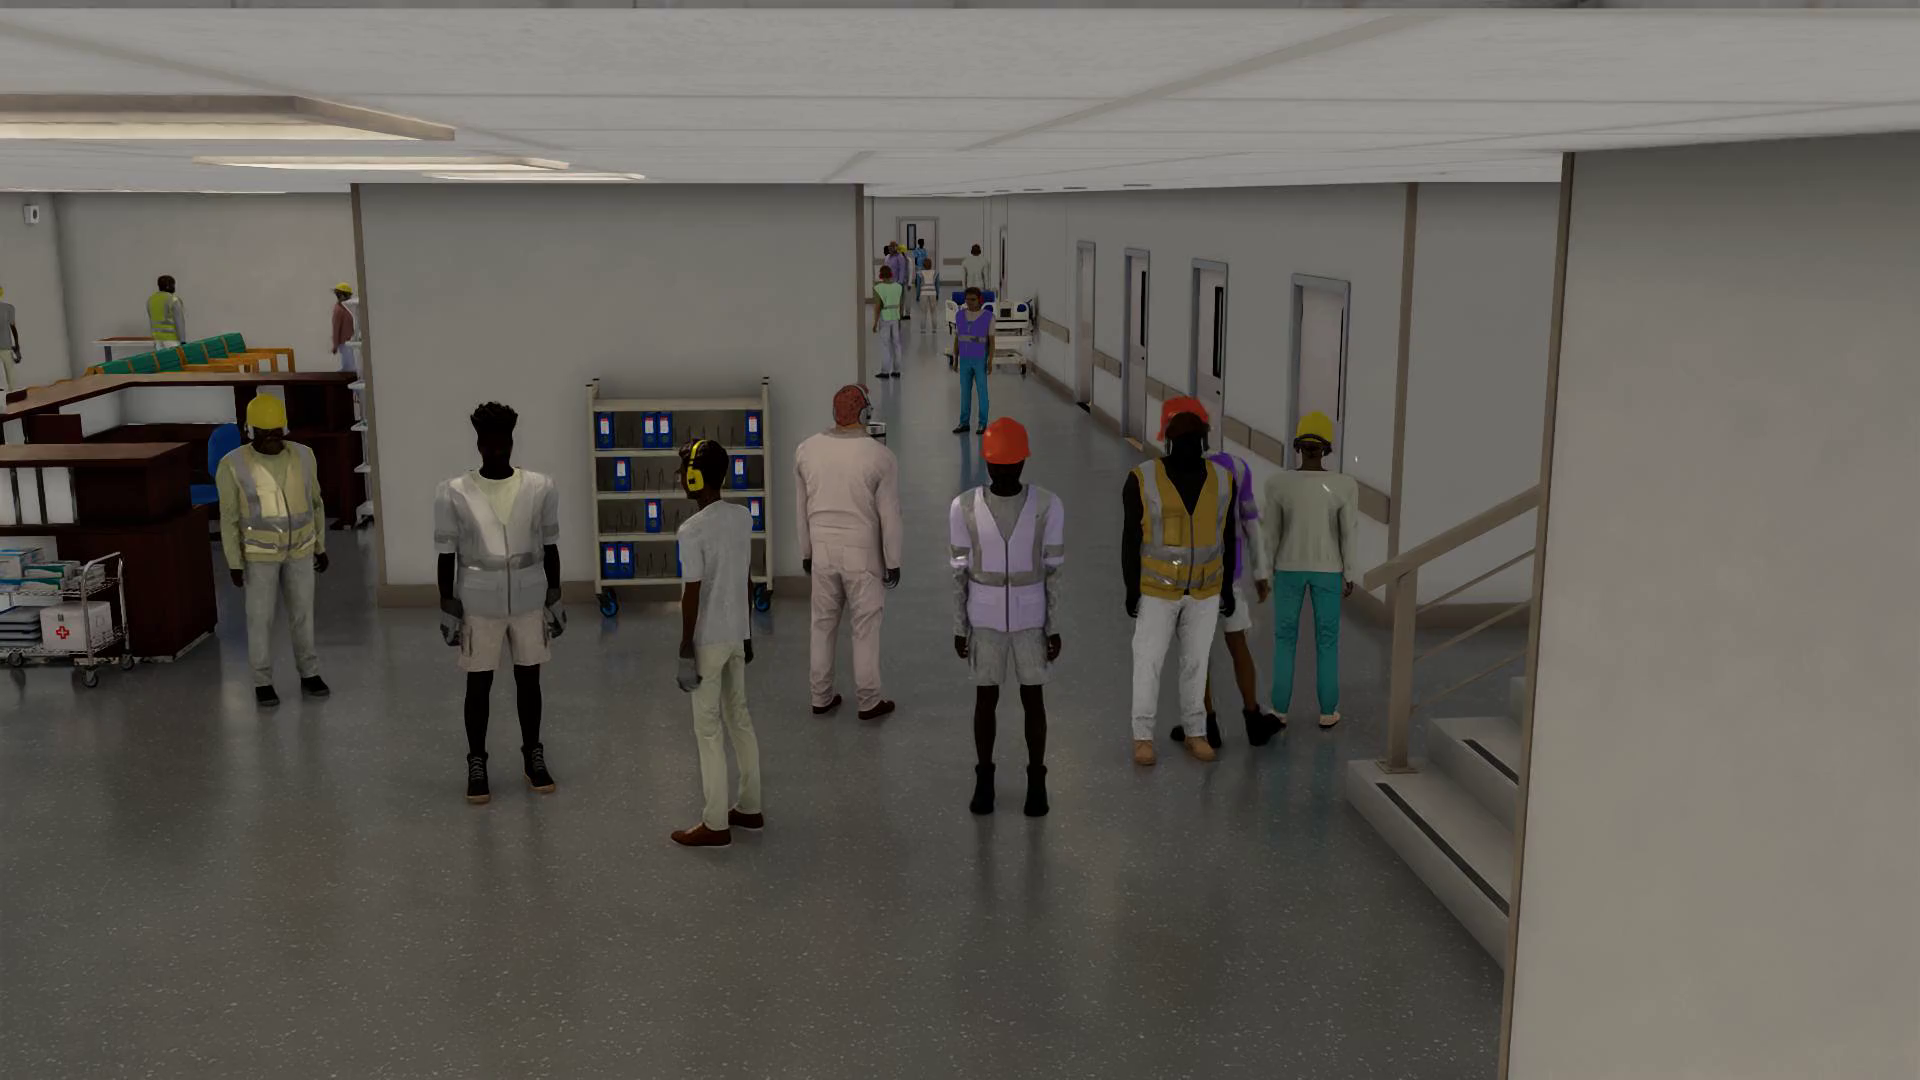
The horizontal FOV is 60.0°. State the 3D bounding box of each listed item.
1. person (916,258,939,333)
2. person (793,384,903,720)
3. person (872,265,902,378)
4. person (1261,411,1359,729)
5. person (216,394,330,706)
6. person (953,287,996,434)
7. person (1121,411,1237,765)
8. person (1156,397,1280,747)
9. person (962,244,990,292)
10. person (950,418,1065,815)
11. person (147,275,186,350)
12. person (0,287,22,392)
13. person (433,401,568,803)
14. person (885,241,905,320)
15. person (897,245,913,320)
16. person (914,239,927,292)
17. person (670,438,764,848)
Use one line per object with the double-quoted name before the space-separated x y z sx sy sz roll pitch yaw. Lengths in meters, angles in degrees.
"person" -0.708 -5.398 36.728 0.515 1.639 0.315 -2 12 -10
"person" -0.609 0.070 9.379 0.648 1.901 0.399 5 13 22
"person" -1.184 -3.592 27.404 0.565 1.841 0.396 -9 15 -38
"person" 1.924 0.171 9.199 0.525 1.769 0.315 2 12 11
"person" -3.965 0.054 9.654 0.409 1.823 0.598 11 16 44
"person" 0.182 -2.252 20.860 0.565 1.840 0.390 6 13 27
"person" 1.141 0.250 8.630 0.619 1.845 0.430 -2 12 -9
"person" 1.372 0.175 8.894 0.713 1.888 0.481 -4 12 -18
"person" 0.358 -5.598 36.967 0.635 1.939 0.366 4 12 17
"person" 0.218 0.375 7.835 0.541 1.926 0.419 0 12 2
"person" -11.454 -2.914 24.128 0.624 1.834 0.432 5 13 23
"person" -12.830 -2.532 22.202 0.498 1.860 0.328 -10 15 -40
"person" -2.226 0.296 8.097 0.614 1.962 0.366 -6 13 -26
"person" -1.635 -6.313 40.527 0.643 1.913 0.411 11 16 44
"person" -1.398 -6.305 40.717 0.403 1.824 0.595 -10 15 -39
"person" -1.232 -8.688 52.664 0.535 1.697 0.318 -11 16 -42
"person" -1.111 0.466 7.537 0.318 1.860 0.513 6 13 27
